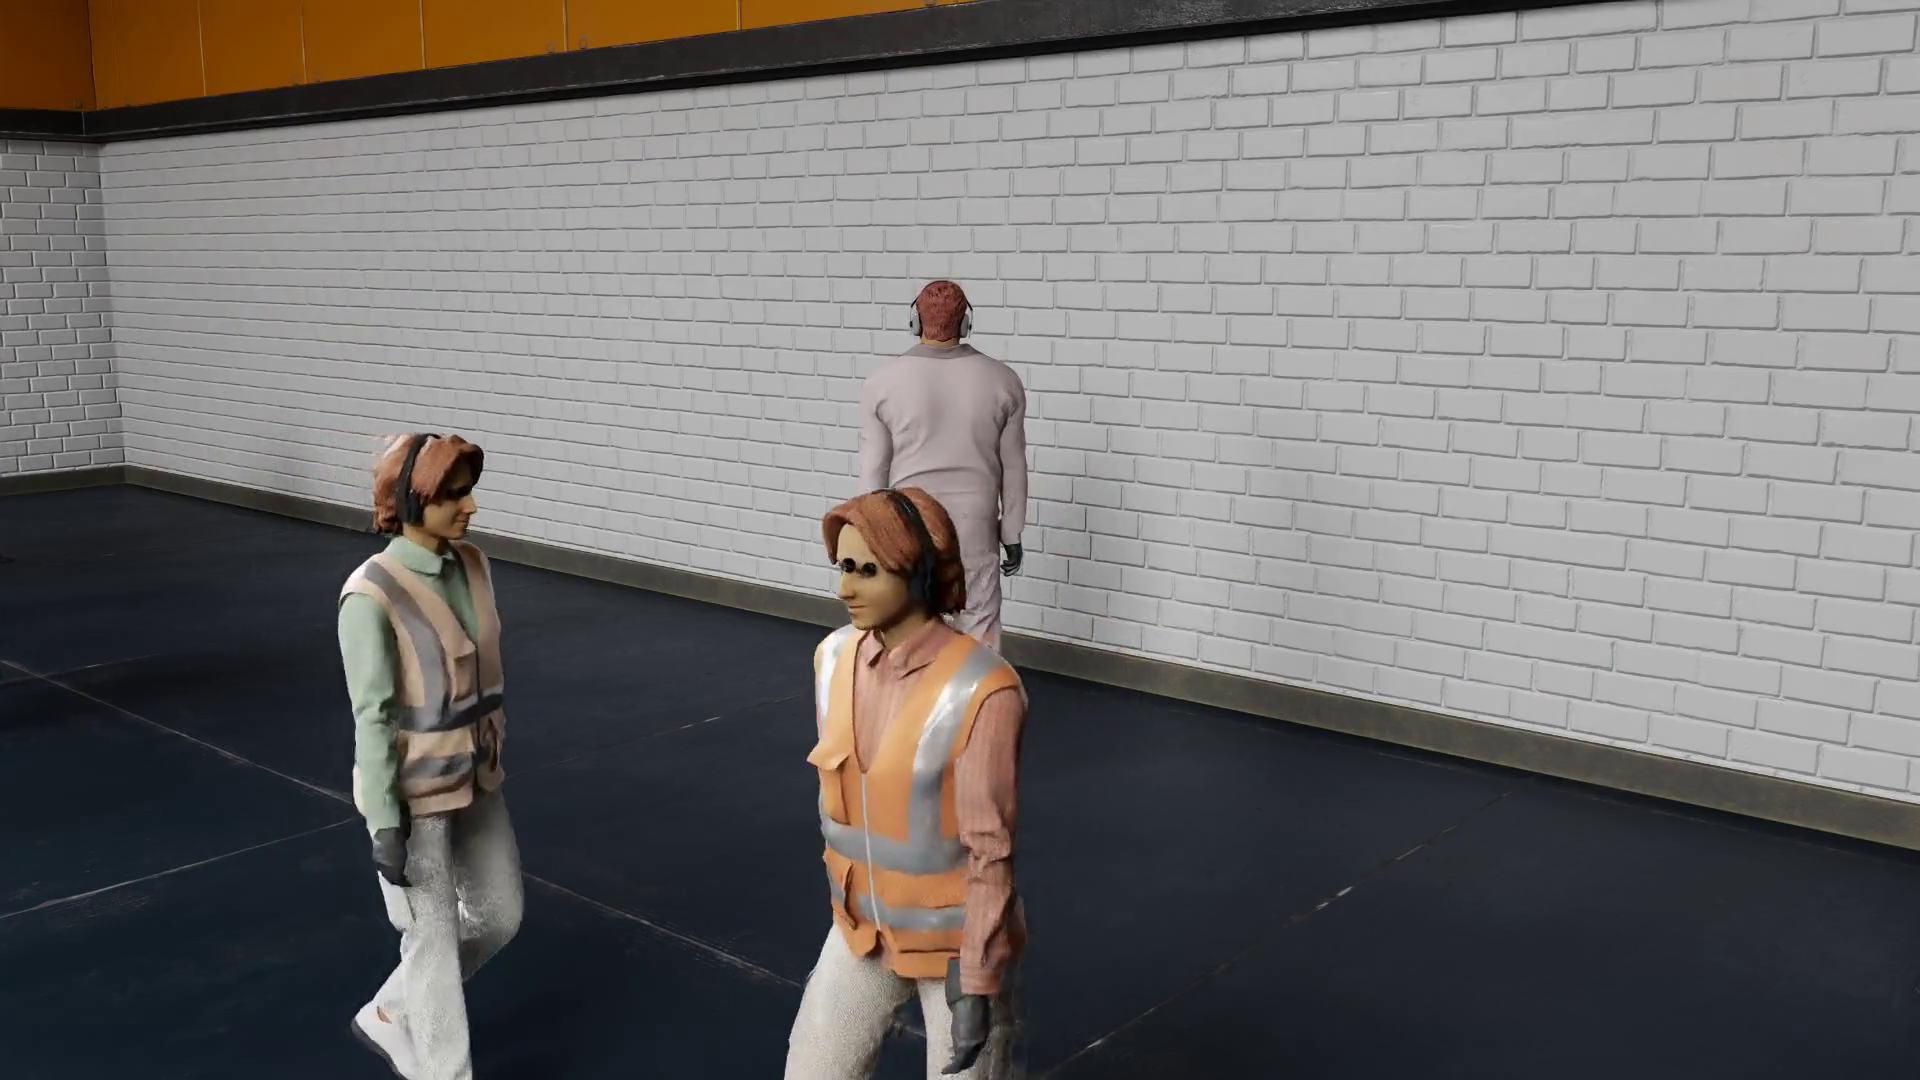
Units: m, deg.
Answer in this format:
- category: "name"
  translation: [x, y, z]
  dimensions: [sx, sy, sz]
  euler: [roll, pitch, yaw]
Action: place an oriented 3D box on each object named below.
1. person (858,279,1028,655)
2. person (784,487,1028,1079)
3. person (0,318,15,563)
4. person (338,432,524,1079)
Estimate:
- category: "person"
  translation: [-0.070, -0.033, 6.351]
  dimensions: [0.652, 1.906, 0.402]
  euler: [-2, 10, -10]
- category: "person"
  translation: [-0.091, 0.717, 2.887]
  dimensions: [0.528, 1.624, 0.425]
  euler: [9, 13, 41]
- category: "person"
  translation: [-6.301, -0.689, 10.539]
  dimensions: [0.540, 1.747, 0.520]
  euler: [6, 12, 33]
- category: "person"
  translation: [-1.207, 0.569, 3.723]
  dimensions: [0.452, 1.631, 0.530]
  euler: [3, 10, 17]
